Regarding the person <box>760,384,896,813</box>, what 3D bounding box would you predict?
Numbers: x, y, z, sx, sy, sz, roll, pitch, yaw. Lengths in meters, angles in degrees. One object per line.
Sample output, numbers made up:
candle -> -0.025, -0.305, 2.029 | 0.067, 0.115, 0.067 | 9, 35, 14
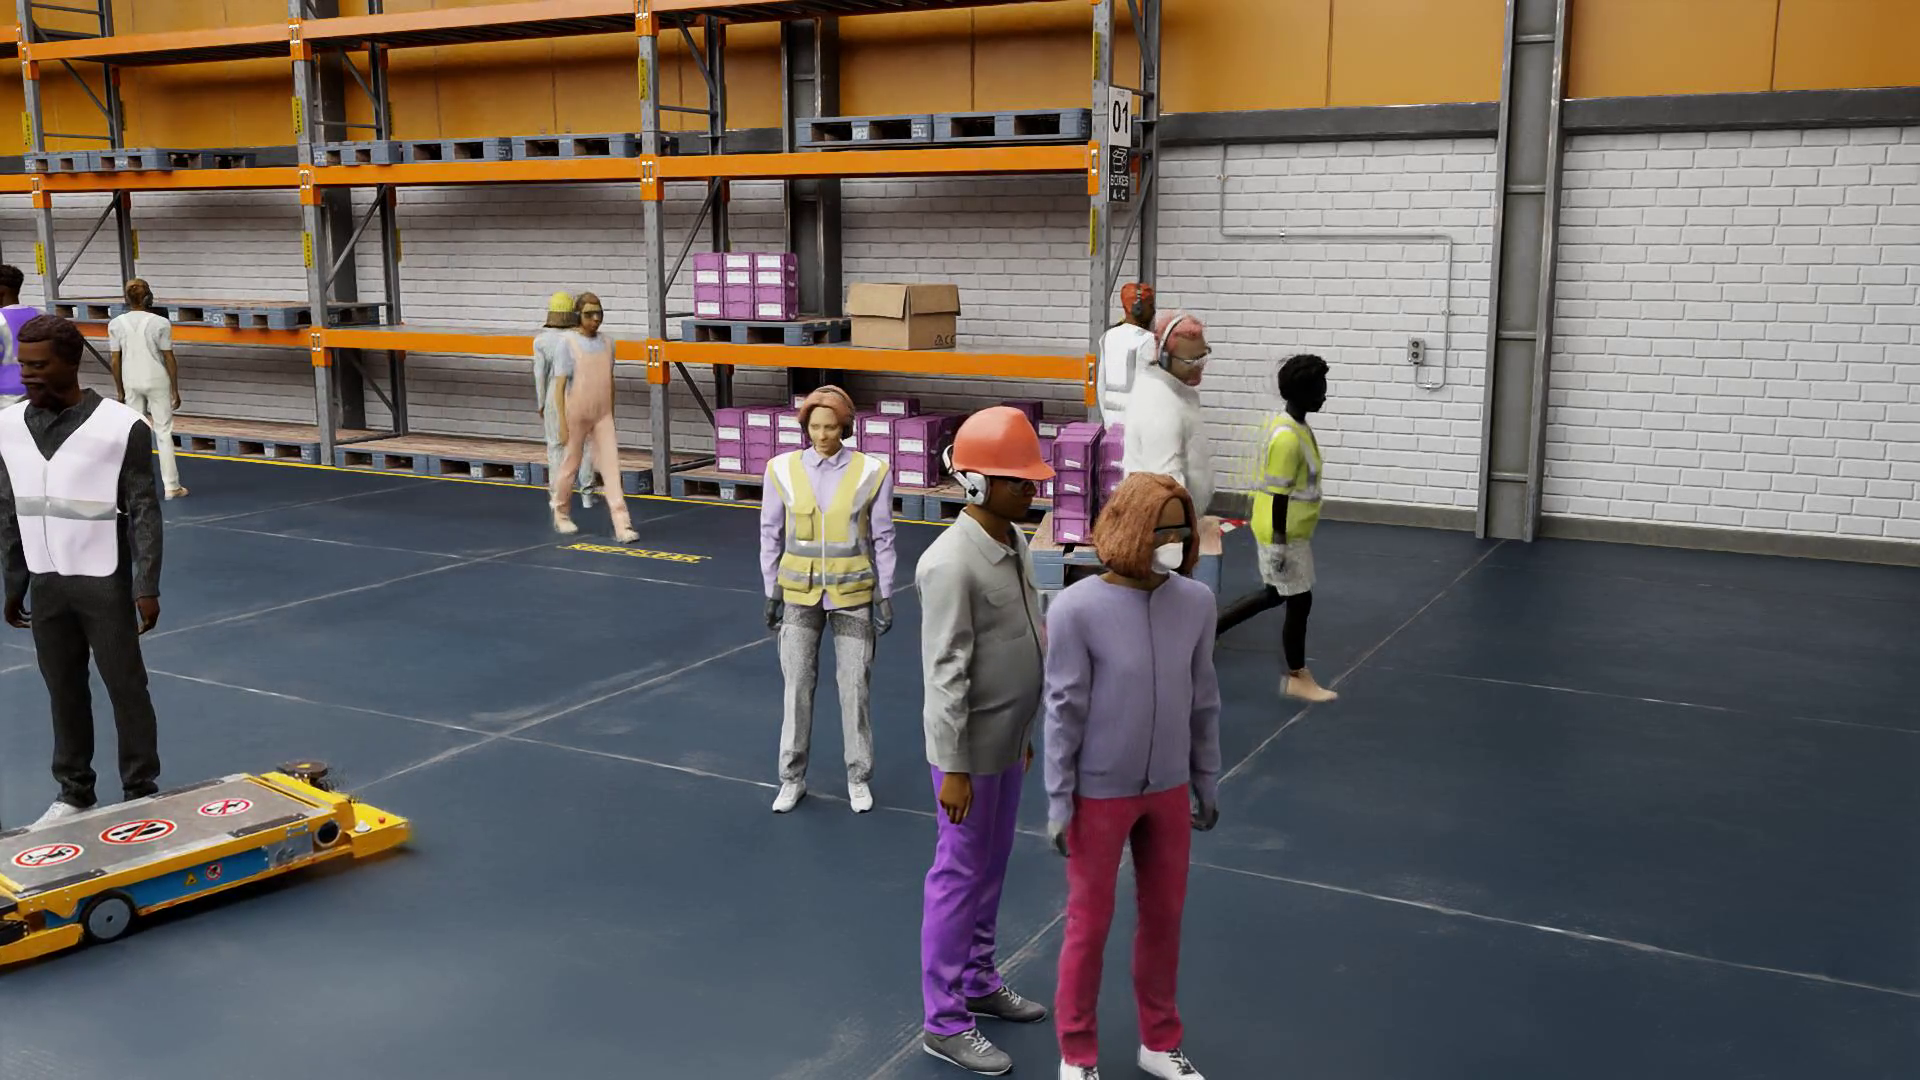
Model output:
person -> -0.499, 0.228, 6.322 | 0.515, 1.640, 0.314 | 0, 10, 2

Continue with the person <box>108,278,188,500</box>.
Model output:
person -> -6.754, -1.243, 13.825 | 0.506, 1.846, 0.346 | -1, 10, -8

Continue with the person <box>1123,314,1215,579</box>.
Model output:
person -> 0.866, -0.026, 7.109 | 0.418, 1.872, 0.748 | 0, 10, 2

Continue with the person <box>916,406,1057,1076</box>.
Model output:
person -> 0.088, 0.516, 4.432 | 0.343, 1.749, 0.573 | 4, 11, 20

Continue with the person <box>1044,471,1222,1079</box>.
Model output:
person -> 0.435, 0.633, 4.146 | 0.503, 1.629, 0.278 | -5, 12, -27

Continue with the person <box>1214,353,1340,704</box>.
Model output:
person -> 1.421, -0.049, 7.788 | 0.696, 1.665, 0.545 | 3, 11, 16

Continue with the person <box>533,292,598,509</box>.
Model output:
person -> -3.175, -1.119, 13.421 | 0.485, 1.745, 0.290 | -2, 11, -12

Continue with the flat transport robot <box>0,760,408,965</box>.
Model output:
flat transport robot -> -2.678, 1.046, 5.593 | 0.652, 0.197, 1.431 | 9, 13, 39

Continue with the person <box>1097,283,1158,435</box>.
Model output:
person -> 1.145, -0.773, 11.149 | 0.359, 1.882, 0.575 | -6, 12, -31

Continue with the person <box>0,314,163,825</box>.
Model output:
person -> -3.176, 0.143, 6.031 | 0.597, 1.915, 0.370 | 1, 10, 7

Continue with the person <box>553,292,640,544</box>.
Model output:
person -> -2.703, -0.888, 12.030 | 0.539, 1.797, 0.989 | -9, 14, -42

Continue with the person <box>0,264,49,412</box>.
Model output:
person -> -7.594, -1.232, 13.430 | 0.367, 1.966, 0.605 | 5, 11, 24
